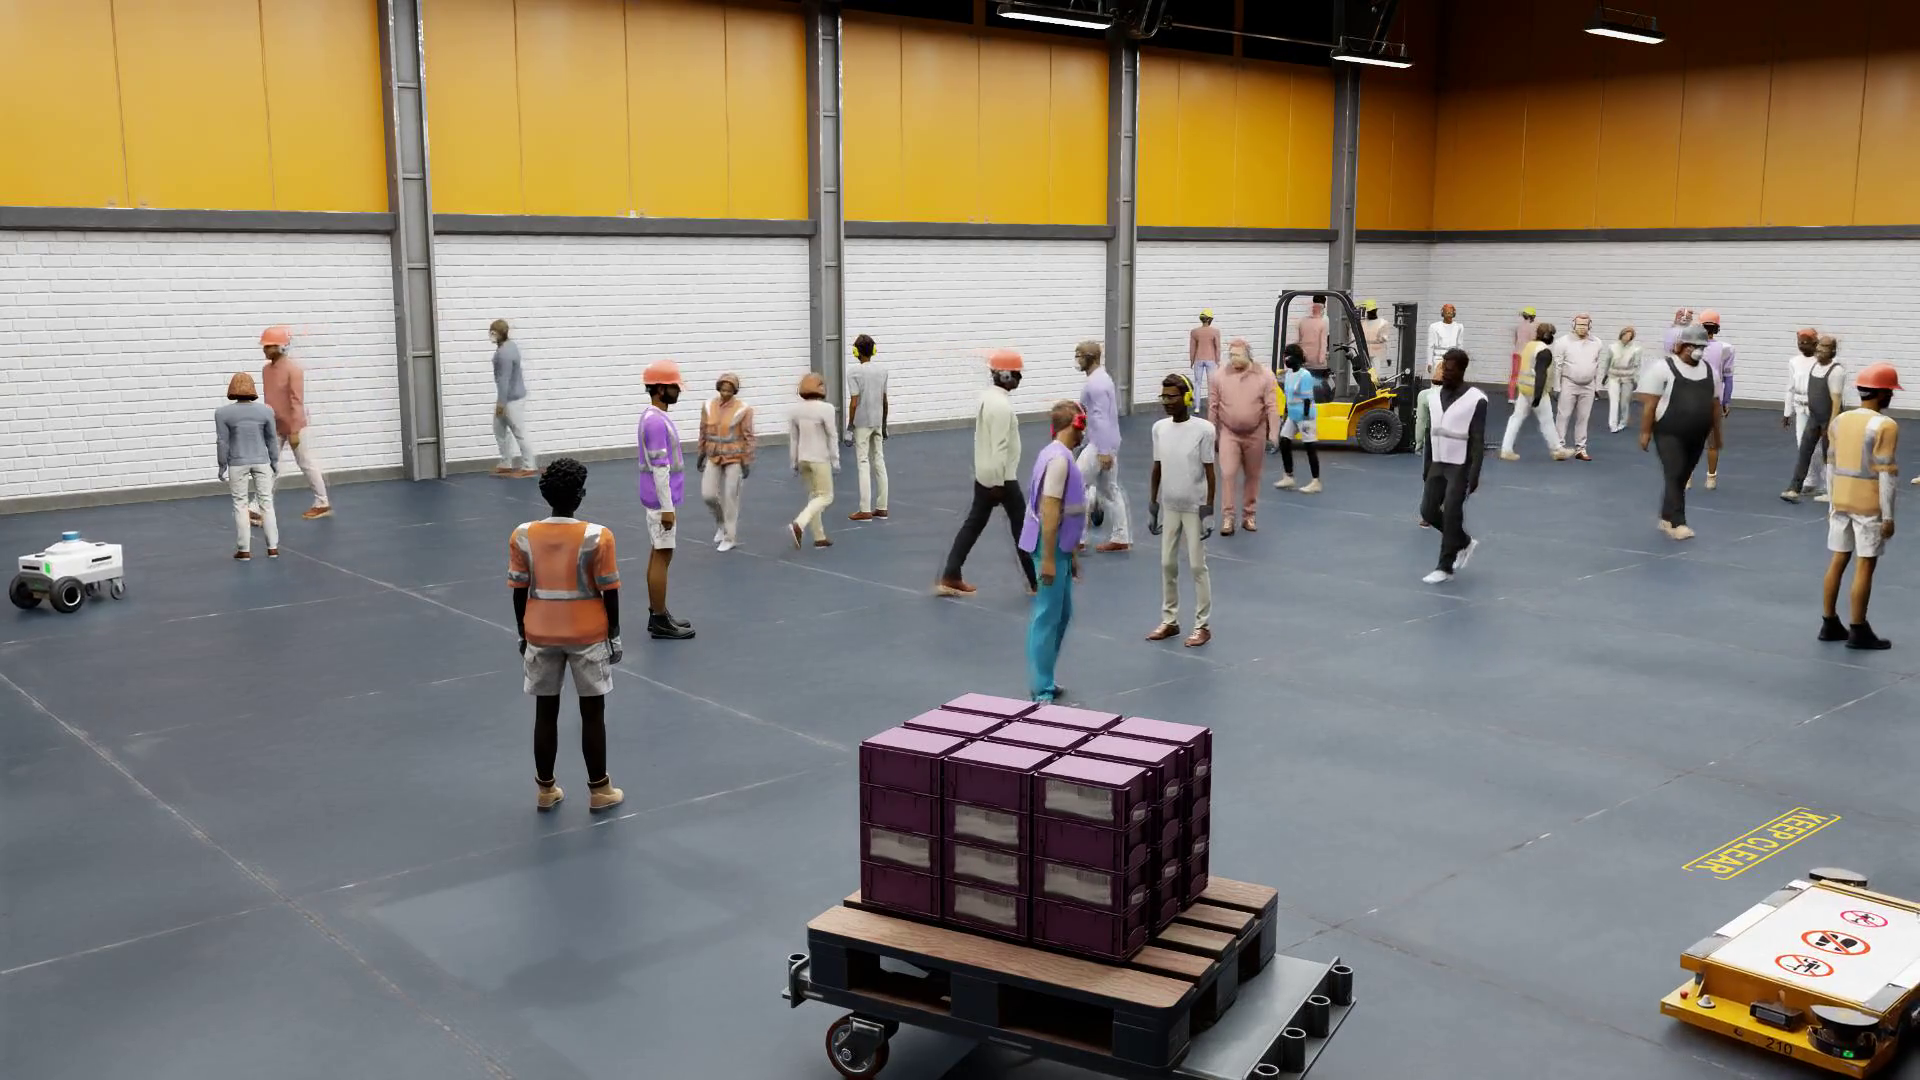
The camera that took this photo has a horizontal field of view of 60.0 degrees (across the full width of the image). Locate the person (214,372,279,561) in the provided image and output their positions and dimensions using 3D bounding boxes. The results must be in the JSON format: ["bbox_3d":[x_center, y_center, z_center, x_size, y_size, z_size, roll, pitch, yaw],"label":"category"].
[{"bbox_3d":[-6.191,-0.639,14.469,0.507,1.632,0.267,-7,12,-35],"label":"person"}]

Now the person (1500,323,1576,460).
[{"bbox_3d":[7.438,-1.897,21.440,0.975,1.782,0.656,-1,10,-6],"label":"person"}]

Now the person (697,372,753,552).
[{"bbox_3d":[-2.100,-0.698,14.841,0.577,1.613,0.402,3,10,19],"label":"person"}]

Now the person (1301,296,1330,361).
[{"bbox_3d":[6.342,-3.386,29.601,0.381,1.958,0.603,-8,12,-38],"label":"person"}]

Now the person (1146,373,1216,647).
[{"bbox_3d":[1.508,-0.201,11.271,0.514,1.861,0.357,8,13,41],"label":"person"}]

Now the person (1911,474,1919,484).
[{"bbox_3d":[11.276,-1.520,19.023,0.429,1.844,0.622,-5,11,-27],"label":"person"}]

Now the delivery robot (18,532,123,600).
[{"bbox_3d":[-6.699,0.181,12.550,0.477,0.478,0.707,4,11,22],"label":"delivery robot"}]

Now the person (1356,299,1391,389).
[{"bbox_3d":[7.152,-3.226,28.843,0.625,1.905,0.443,7,12,36],"label":"person"}]

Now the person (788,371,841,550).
[{"bbox_3d":[-1.333,-0.694,14.836,0.510,1.614,0.595,7,12,37],"label":"person"}]

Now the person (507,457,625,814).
[{"bbox_3d":[-1.851,0.457,7.870,0.542,1.695,0.316,1,10,7],"label":"person"}]

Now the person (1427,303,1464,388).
[{"bbox_3d":[7.785,-2.851,26.687,0.583,1.882,0.337,-1,10,-5],"label":"person"}]

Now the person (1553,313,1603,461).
[{"bbox_3d":[7.960,-1.962,21.425,0.645,1.905,0.400,0,10,-3],"label":"person"}]

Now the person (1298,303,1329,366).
[{"bbox_3d":[5.996,-3.119,28.408,1.031,1.854,0.655,-9,13,-41],"label":"person"}]

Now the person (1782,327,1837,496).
[{"bbox_3d":[9.346,-1.404,18.270,0.435,1.866,0.614,-4,10,-22],"label":"person"}]

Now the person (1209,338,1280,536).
[{"bbox_3d":[2.683,-0.967,15.710,0.674,1.857,0.897,2,10,12],"label":"person"}]

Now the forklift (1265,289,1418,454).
[{"bbox_3d":[5.034,-2.339,22.783,2.313,2.155,1.214,3,10,16],"label":"forklift"}]

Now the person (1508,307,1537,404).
[{"bbox_3d":[10.129,-3.287,29.693,0.811,1.735,0.543,-6,11,-32],"label":"person"}]

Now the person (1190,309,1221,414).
[{"bbox_3d":[4.105,-2.984,27.840,0.525,1.759,0.337,4,10,22],"label":"person"}]

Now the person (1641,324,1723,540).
[{"bbox_3d":[6.819,-1.020,15.514,0.705,2.000,0.899,-2,10,-10],"label":"person"}]

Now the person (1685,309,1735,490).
[{"bbox_3d":[8.367,-1.574,18.749,0.607,2.044,0.378,2,10,11],"label":"person"}]

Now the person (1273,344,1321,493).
[{"bbox_3d":[3.761,-1.355,18.580,0.502,1.660,0.546,-3,10,-18],"label":"person"}]

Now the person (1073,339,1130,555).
[{"bbox_3d":[1.127,-0.803,14.647,0.837,1.903,0.692,1,10,7],"label":"person"}]

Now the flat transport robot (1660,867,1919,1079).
[{"bbox_3d":[3.138,1.500,5.934,1.431,0.197,0.652,-9,13,-43],"label":"flat transport robot"}]

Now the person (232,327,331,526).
[{"bbox_3d":[-6.689,-1.121,16.385,0.641,1.938,1.051,6,11,31],"label":"person"}]

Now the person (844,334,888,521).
[{"bbox_3d":[-0.936,-1.113,16.595,0.517,1.859,0.334,-8,13,-40],"label":"person"}]

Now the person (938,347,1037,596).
[{"bbox_3d":[0.296,-0.512,12.843,1.021,1.949,0.621,-3,10,-16],"label":"person"}]

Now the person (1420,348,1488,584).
[{"bbox_3d":[3.999,-0.600,13.445,0.542,1.905,0.612,-6,11,-31],"label":"person"}]

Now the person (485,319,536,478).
[{"bbox_3d":[-5.347,-1.649,19.604,0.675,1.899,0.664,-4,10,-20],"label":"person"}]

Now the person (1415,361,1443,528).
[{"bbox_3d":[4.659,-0.915,16.085,0.508,1.632,0.271,3,10,16],"label":"person"}]

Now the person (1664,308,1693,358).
[{"bbox_3d":[10.197,-2.330,23.591,0.407,1.903,0.639,1,10,8],"label":"person"}]

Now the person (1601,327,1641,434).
[{"bbox_3d":[9.928,-2.405,24.972,0.549,1.586,0.846,5,11,27],"label":"person"}]

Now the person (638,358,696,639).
[{"bbox_3d":[-2.042,-0.286,11.505,0.350,1.941,0.545,-2,10,-14],"label":"person"}]

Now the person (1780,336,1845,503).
[{"bbox_3d":[9.085,-1.253,17.583,0.853,1.794,0.537,-2,10,-12],"label":"person"}]

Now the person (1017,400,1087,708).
[{"bbox_3d":[0.532,0.105,9.633,0.397,1.806,0.715,1,10,6],"label":"person"}]

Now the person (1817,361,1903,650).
[{"bbox_3d":[6.098,-0.236,11.223,0.375,1.936,0.548,-2,10,-13],"label":"person"}]

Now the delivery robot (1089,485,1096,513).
[{"bbox_3d":[1.090,-0.480,16.419,0.477,0.478,0.707,-2,10,-12],"label":"delivery robot"}]
